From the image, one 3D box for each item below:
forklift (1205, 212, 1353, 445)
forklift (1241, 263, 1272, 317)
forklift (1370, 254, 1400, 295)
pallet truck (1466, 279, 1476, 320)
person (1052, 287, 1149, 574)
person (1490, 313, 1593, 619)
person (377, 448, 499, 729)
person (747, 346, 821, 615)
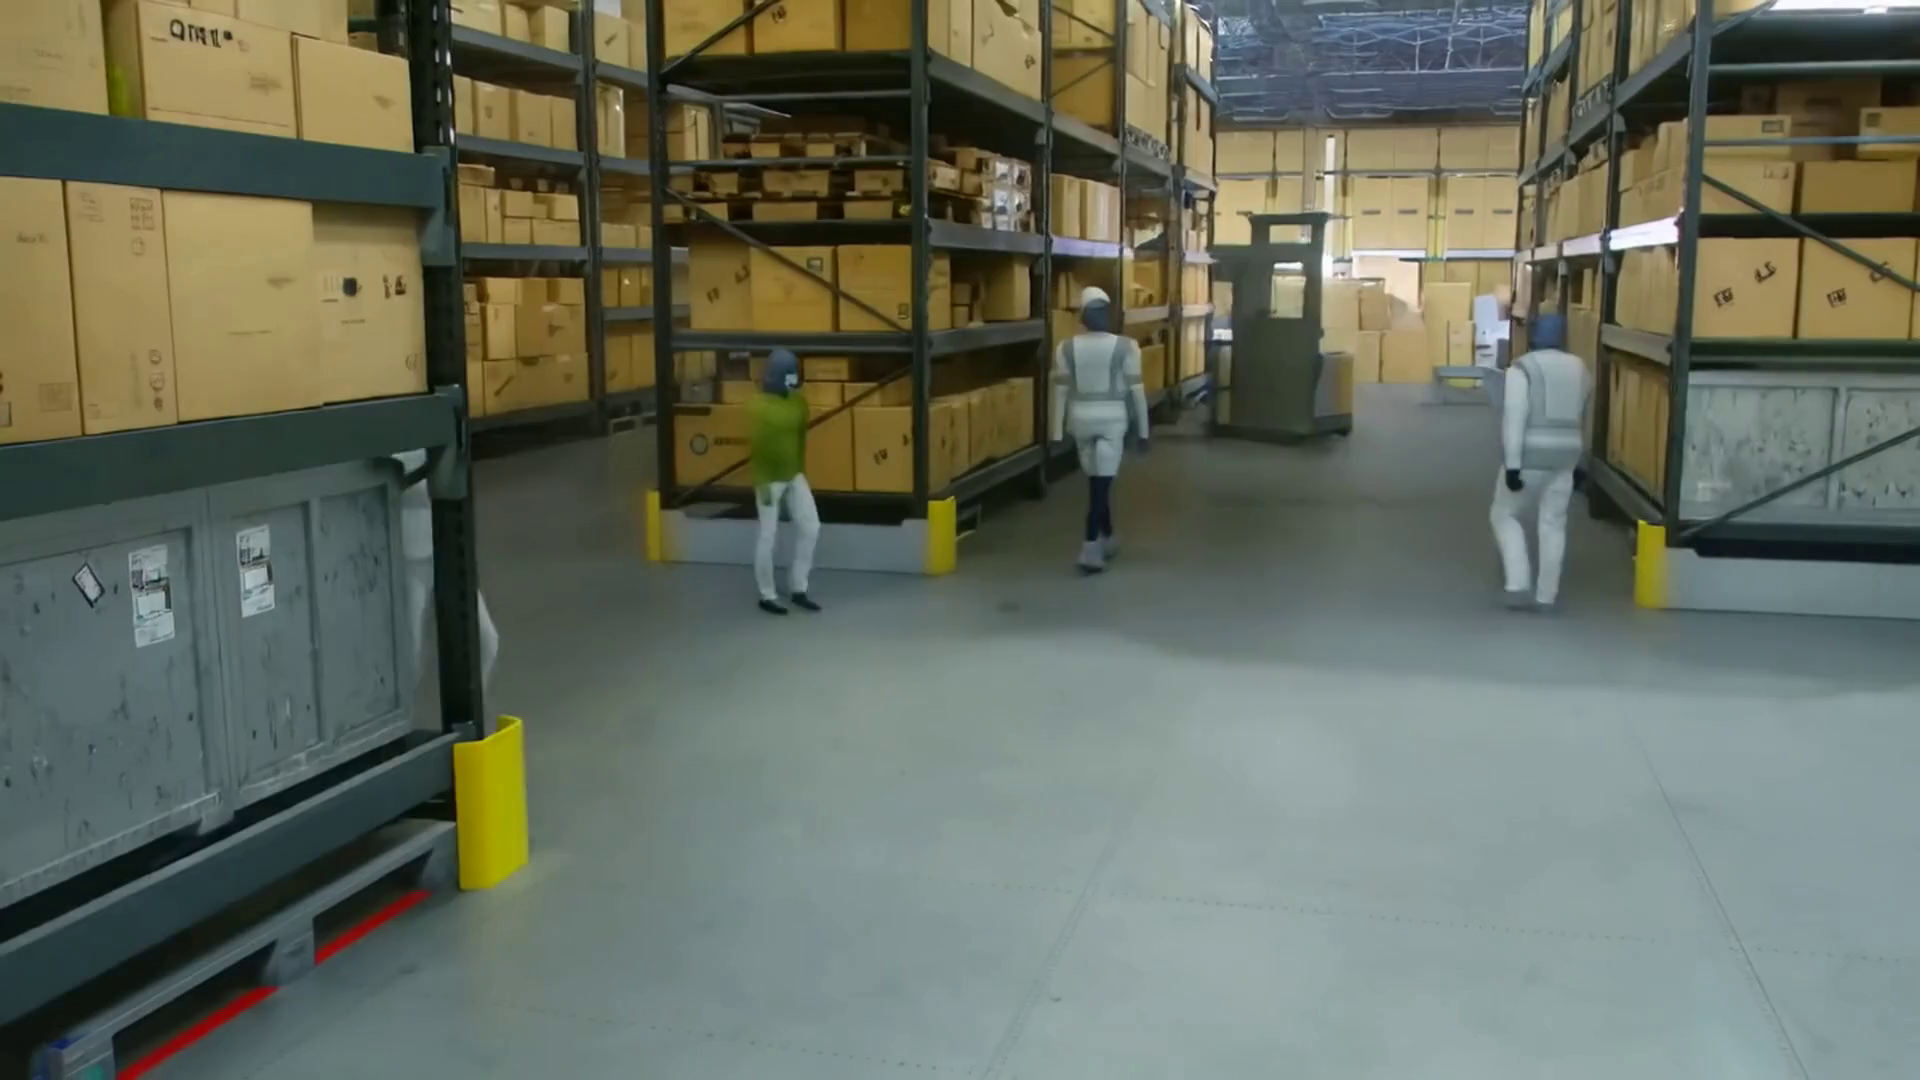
[{"bbox_3d":[4.047,-2.660,20.673,1.129,2.768,1.873,7,12,39],"label":"forklift"},{"bbox_3d":[10.551,-8.662,58.805,1.129,2.768,1.873,2,9,15],"label":"forklift"},{"bbox_3d":[14.380,-8.296,56.477,1.129,2.768,1.873,-2,9,-11],"label":"forklift"},{"bbox_3d":[18.896,-8.459,60.307,1.885,1.965,0.823,5,10,31],"label":"pallet truck"},{"bbox_3d":[0.965,-0.775,11.618,0.630,1.971,1.101,4,10,25],"label":"person"},{"bbox_3d":[3.469,-0.438,9.933,0.649,1.816,0.458,-3,9,-19],"label":"person"},{"bbox_3d":[-2.025,0.099,6.469,0.628,1.824,0.607,2,9,15],"label":"person"},{"bbox_3d":[-1.045,-0.337,9.917,0.501,1.618,0.499,9,13,44],"label":"person"}]
